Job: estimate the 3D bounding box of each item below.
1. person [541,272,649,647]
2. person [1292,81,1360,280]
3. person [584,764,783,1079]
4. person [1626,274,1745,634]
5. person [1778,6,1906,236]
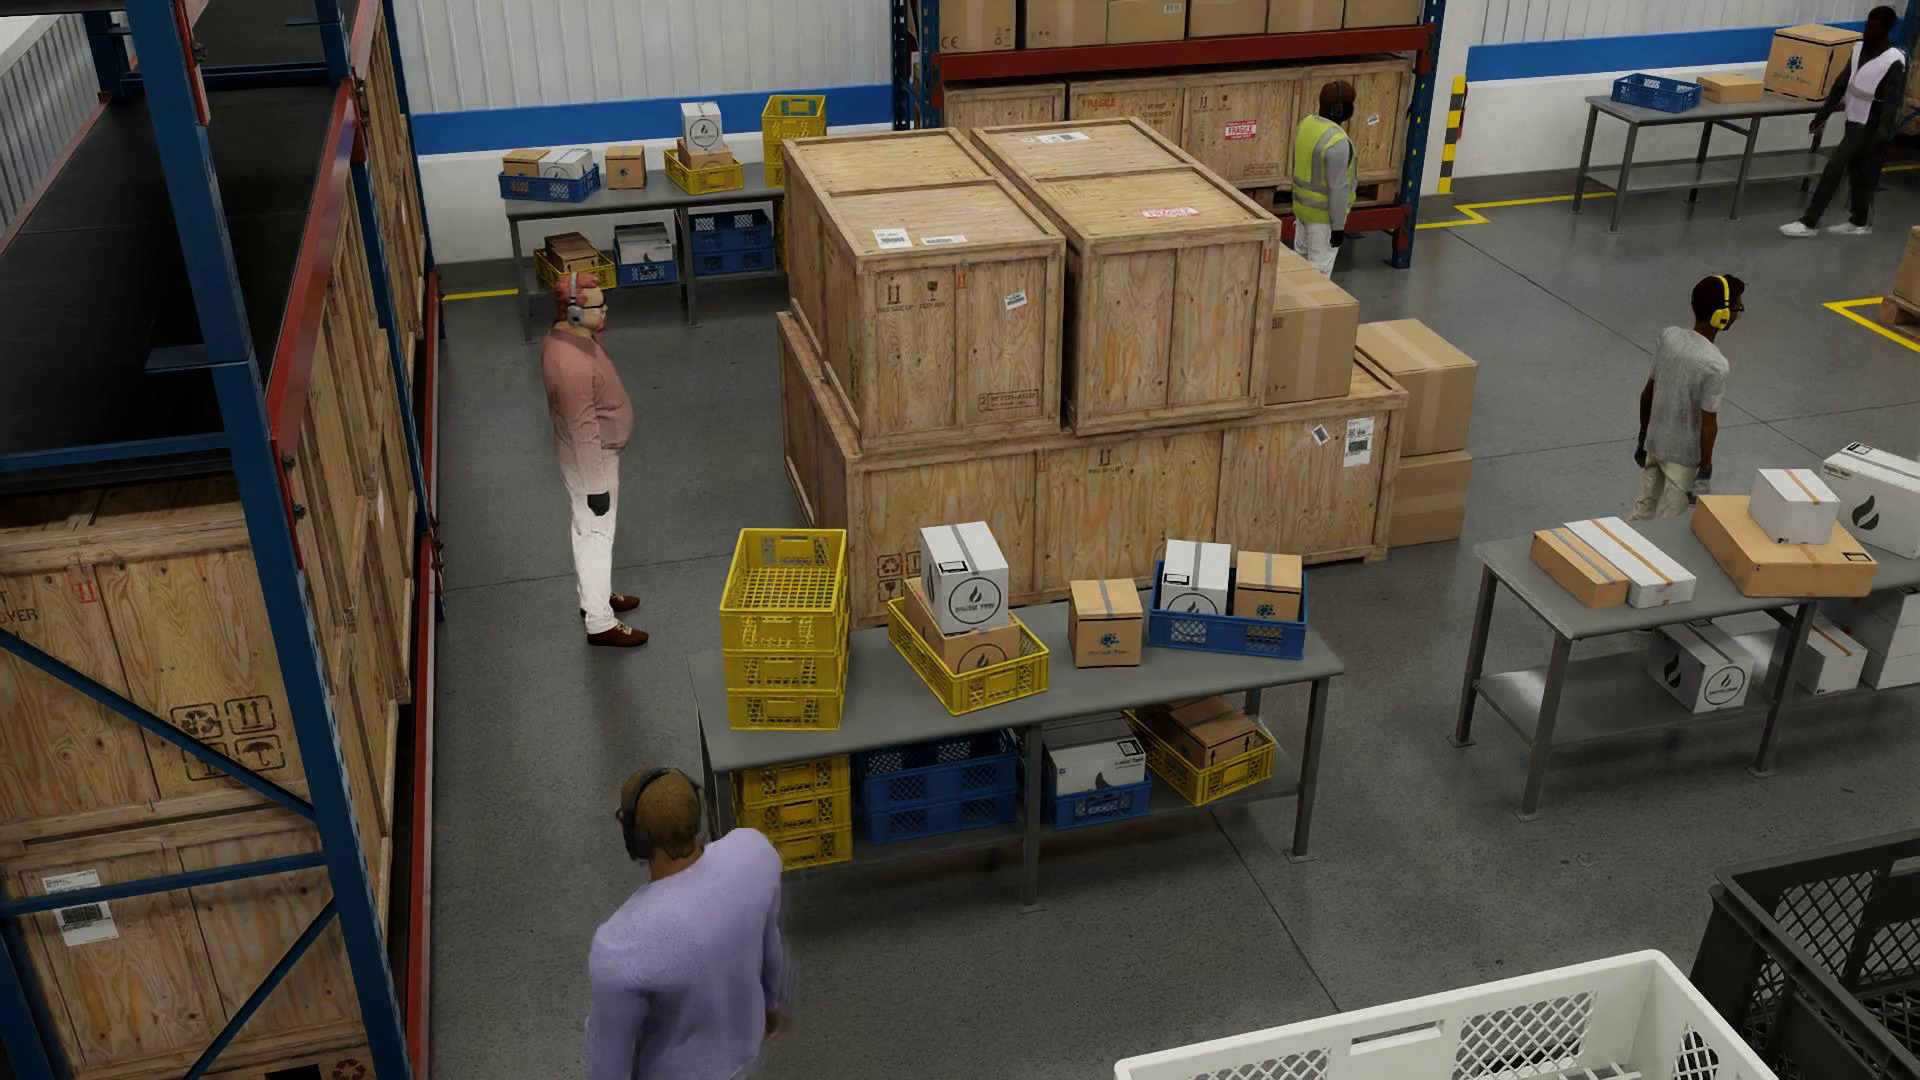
[{"bbox_3d":[-1.776,-0.394,8.121,0.403,1.906,0.651,-7,30,-13],"label":"person"},{"bbox_3d":[2.529,-2.273,11.598,0.429,1.841,0.633,-7,30,-13],"label":"person"},{"bbox_3d":[-0.783,1.448,4.756,0.434,1.922,0.659,20,35,32],"label":"person"},{"bbox_3d":[3.530,-0.416,8.200,0.310,1.868,0.533,-7,30,-13],"label":"person"},{"bbox_3d":[7.244,-3.404,13.611,0.911,1.878,0.608,1,29,2],"label":"person"}]
